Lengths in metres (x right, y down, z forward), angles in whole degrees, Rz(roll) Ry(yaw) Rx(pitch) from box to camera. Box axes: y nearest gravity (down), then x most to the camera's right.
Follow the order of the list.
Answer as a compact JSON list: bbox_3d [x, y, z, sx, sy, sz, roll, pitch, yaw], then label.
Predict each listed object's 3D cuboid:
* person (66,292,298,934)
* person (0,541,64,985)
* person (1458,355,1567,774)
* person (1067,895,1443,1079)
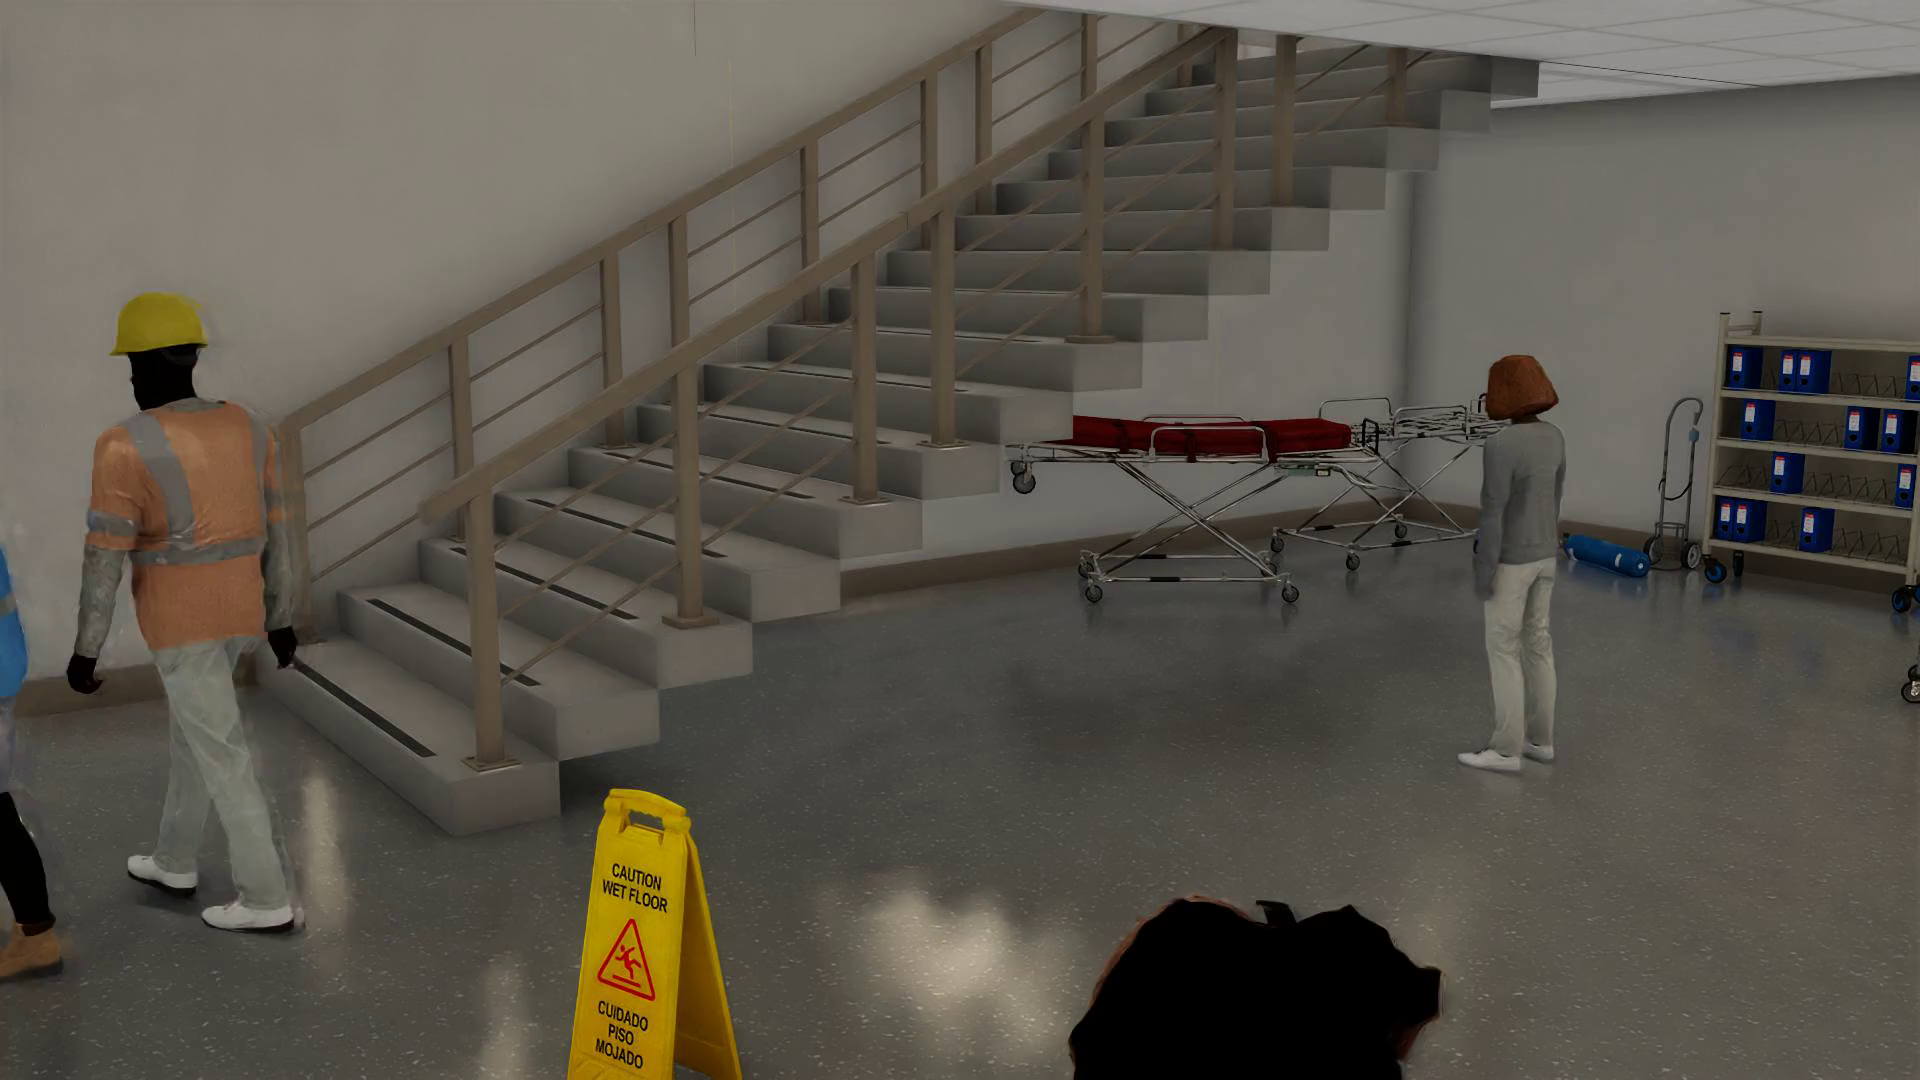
[{"bbox_3d":[-2.367,0.224,4.946,0.861,1.892,0.605,3,10,19],"label":"person"},{"bbox_3d":[-2.790,0.408,4.510,0.588,1.672,0.553,-4,10,-20],"label":"person"},{"bbox_3d":[2.182,0.093,6.508,0.517,1.624,0.289,-8,13,-39],"label":"person"},{"bbox_3d":[0.157,1.020,1.121,0.315,1.640,0.515,4,10,20],"label":"person"}]
